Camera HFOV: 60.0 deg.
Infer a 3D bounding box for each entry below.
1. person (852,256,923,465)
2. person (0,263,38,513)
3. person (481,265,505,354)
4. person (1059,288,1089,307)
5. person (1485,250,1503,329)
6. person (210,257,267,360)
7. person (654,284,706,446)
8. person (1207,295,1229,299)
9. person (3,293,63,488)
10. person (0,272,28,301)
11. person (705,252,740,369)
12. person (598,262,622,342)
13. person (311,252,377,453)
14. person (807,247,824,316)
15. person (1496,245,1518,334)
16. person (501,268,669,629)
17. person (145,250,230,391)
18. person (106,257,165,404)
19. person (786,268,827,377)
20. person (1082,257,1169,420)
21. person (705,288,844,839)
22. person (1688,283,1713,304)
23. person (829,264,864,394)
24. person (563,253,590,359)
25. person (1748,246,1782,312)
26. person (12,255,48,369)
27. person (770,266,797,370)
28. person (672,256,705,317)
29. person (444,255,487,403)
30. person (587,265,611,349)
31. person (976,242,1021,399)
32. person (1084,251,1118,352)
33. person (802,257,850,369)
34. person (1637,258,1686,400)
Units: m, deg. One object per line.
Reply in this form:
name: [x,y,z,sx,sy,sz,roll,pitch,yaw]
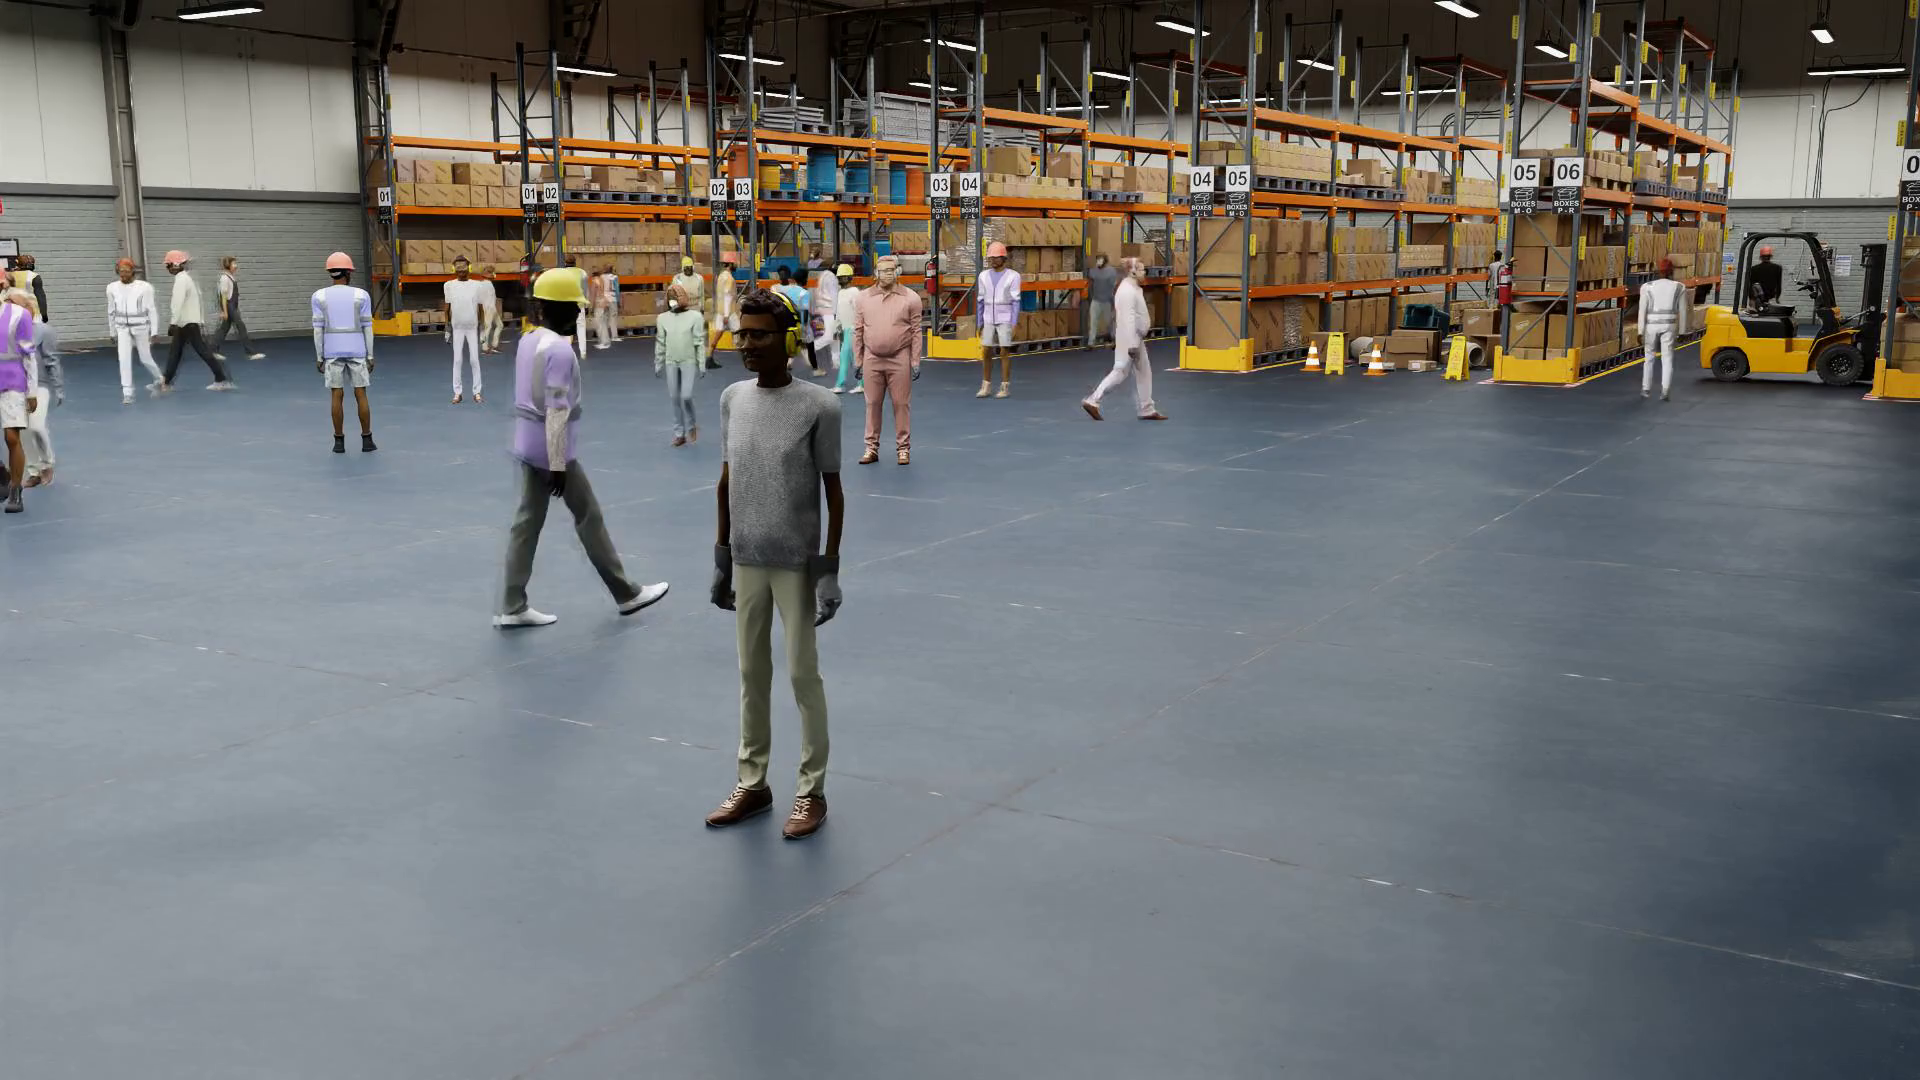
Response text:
person: [-0.673,-1.637,15.233,0.652,1.906,0.409,2,10,9]
person: [-7.247,-1.161,12.528,0.568,1.918,0.497,-4,11,-20]
person: [-8.516,-4.192,30.348,0.527,1.612,0.514,-2,10,-9]
person: [2.563,-5.649,37.859,0.676,1.850,1.008,7,12,35]
person: [12.720,-5.931,39.433,0.509,1.860,0.334,3,10,15]
person: [-12.612,-3.998,28.782,0.951,1.799,0.524,-3,11,-16]
person: [-2.801,-1.732,16.567,0.520,1.617,0.353,3,11,16]
person: [5.064,-4.794,32.922,0.625,1.912,1.083,6,12,31]
person: [-7.720,-1.225,13.743,0.526,1.612,0.403,-1,10,-3]
person: [-13.333,-2.952,23.382,0.527,1.619,0.513,-1,10,-5]
person: [-3.708,-3.702,26.883,1.008,1.885,0.551,-5,11,-28]
person: [-7.229,-4.894,34.247,0.555,1.631,0.328,4,11,24]
person: [-5.961,-1.808,16.114,0.547,1.934,0.375,-3,11,-16]
person: [-3.434,-6.012,39.651,0.631,1.940,0.372,10,14,43]
person: [12.301,-5.625,37.262,0.861,2.020,0.622,-6,12,-29]
person: [-2.050,-0.483,8.819,0.945,1.880,0.617,-7,12,-33]
person: [-10.599,-2.990,22.774,1.086,1.927,0.621,-4,11,-21]
person: [-10.547,-2.688,21.286,0.593,1.855,0.875,-1,10,-6]
person: [-2.442,-3.251,24.996,0.541,1.651,0.884,9,13,41]
person: [1.883,-2.284,18.988,0.936,1.872,0.658,2,10,11]
person: [-0.634,0.085,5.687,0.518,1.873,0.328,5,11,25]
person: [17.199,-5.920,38.851,0.679,2.000,0.894,-9,14,-42]
person: [-1.571,-2.811,22.250,0.795,1.733,0.557,-6,12,-29]
person: [-6.799,-4.083,29.119,0.627,1.844,0.429,-5,11,-26]
person: [15.865,-4.809,32.800,0.608,1.974,0.775,5,11,24]
person: [-14.820,-3.624,26.548,0.626,1.844,0.429,3,11,16]
person: [-2.793,-3.517,26.431,0.554,1.652,0.840,1,10,7]
person: [-4.943,-4.263,30.265,0.592,1.802,0.845,-3,11,-16]
person: [-6.278,-2.666,21.102,0.520,1.871,0.326,-3,10,-15]
person: [-6.930,-4.453,31.837,0.447,1.609,0.541,0,10,1]
person: [0.494,-2.867,21.751,0.624,2.041,0.384,5,11,25]
person: [2.707,-4.489,31.312,0.639,1.885,1.052,6,12,31]
person: [-2.164,-3.626,26.671,0.727,1.806,0.690,-2,10,-13]
person: [9.131,-2.743,21.633,0.594,1.842,0.980,3,10,14]
